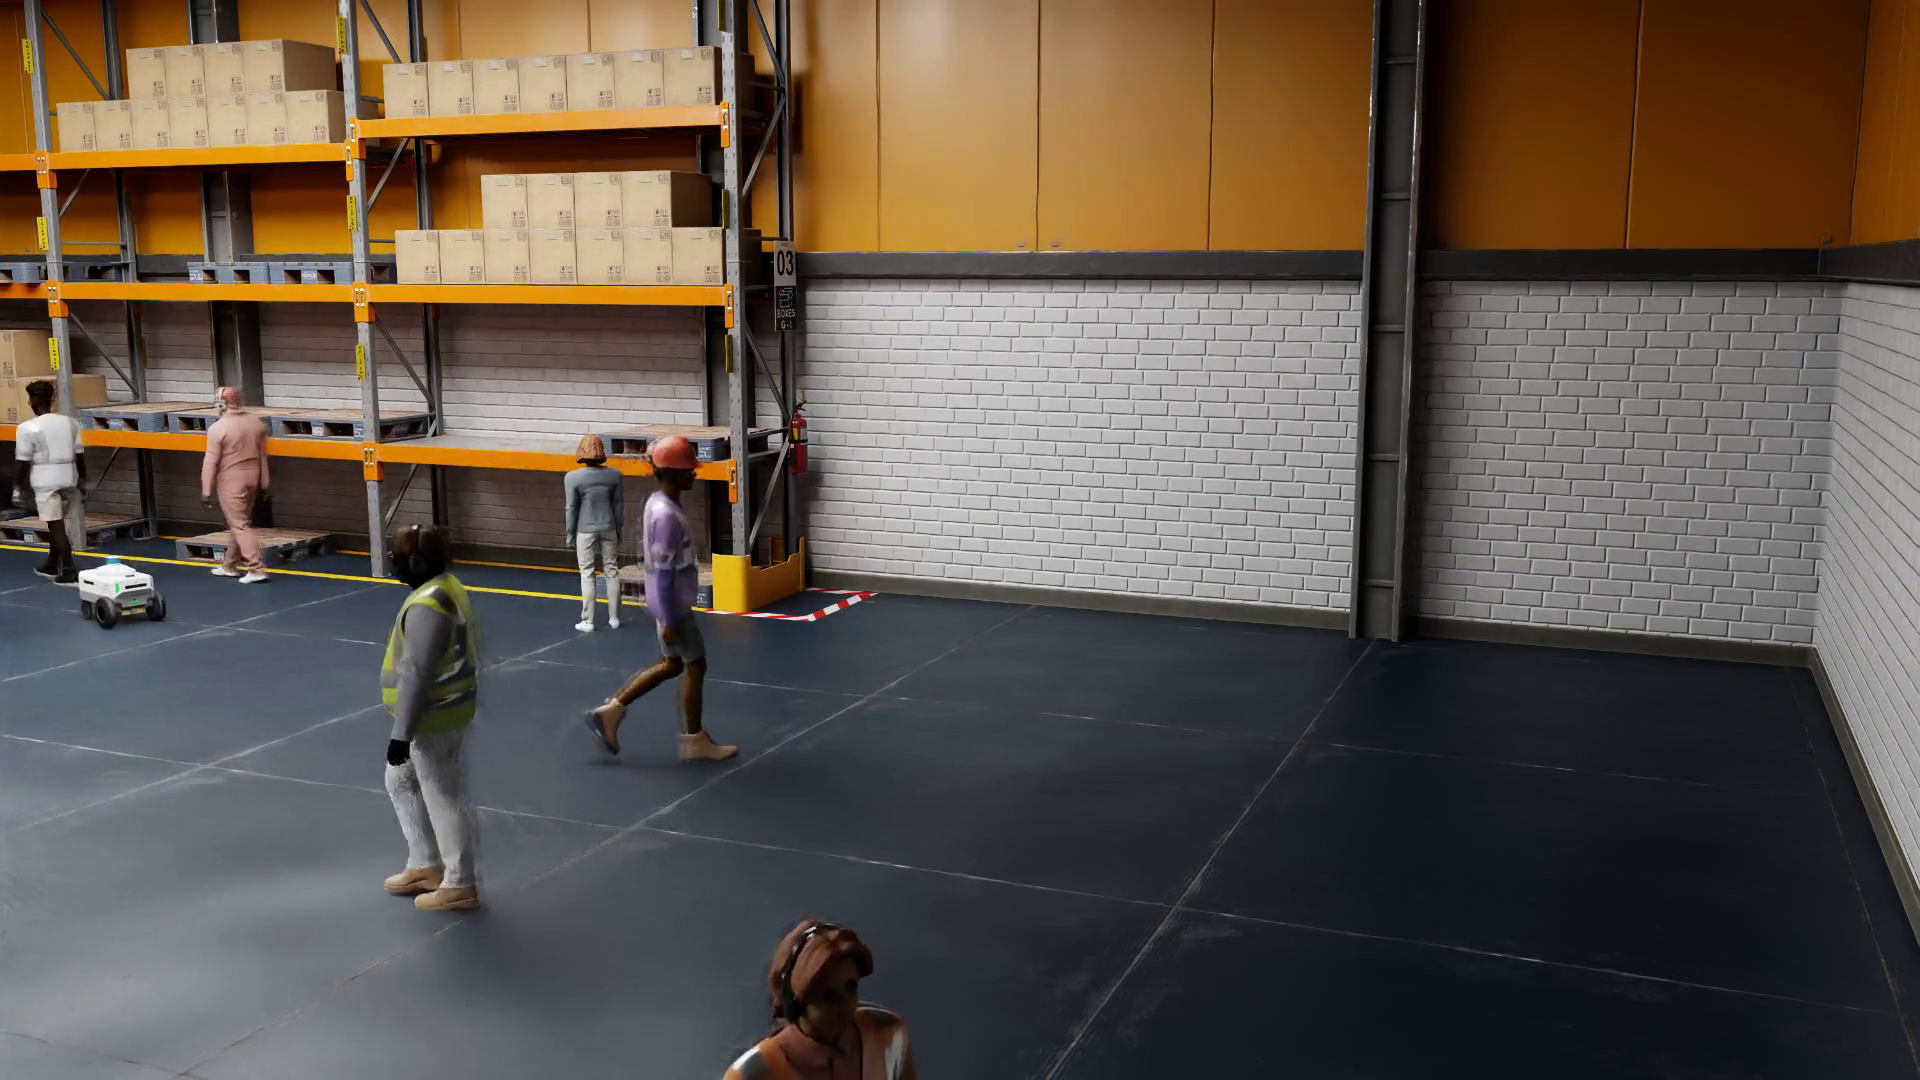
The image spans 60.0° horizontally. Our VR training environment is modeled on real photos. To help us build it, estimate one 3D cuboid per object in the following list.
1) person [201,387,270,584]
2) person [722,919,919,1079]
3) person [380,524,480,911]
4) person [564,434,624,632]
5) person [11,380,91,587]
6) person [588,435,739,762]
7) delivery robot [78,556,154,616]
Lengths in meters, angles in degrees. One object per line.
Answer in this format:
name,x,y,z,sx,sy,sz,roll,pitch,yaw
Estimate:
person,-6.920,-0.519,15.802,0.743,1.884,0.674,3,10,20
person,-0.325,1.604,3.775,0.524,1.604,0.839,-9,13,-43
person,-2.545,0.837,7.727,0.599,1.827,0.633,-2,10,-13
person,-3.012,-0.058,13.725,0.497,1.633,0.285,-6,11,-32
person,-8.646,-0.532,15.670,0.870,1.932,0.640,4,10,24
person,-1.799,0.368,9.984,0.820,2.018,0.617,-2,10,-13
delivery robot,-7.137,0.378,14.058,0.707,0.478,0.477,7,12,37
